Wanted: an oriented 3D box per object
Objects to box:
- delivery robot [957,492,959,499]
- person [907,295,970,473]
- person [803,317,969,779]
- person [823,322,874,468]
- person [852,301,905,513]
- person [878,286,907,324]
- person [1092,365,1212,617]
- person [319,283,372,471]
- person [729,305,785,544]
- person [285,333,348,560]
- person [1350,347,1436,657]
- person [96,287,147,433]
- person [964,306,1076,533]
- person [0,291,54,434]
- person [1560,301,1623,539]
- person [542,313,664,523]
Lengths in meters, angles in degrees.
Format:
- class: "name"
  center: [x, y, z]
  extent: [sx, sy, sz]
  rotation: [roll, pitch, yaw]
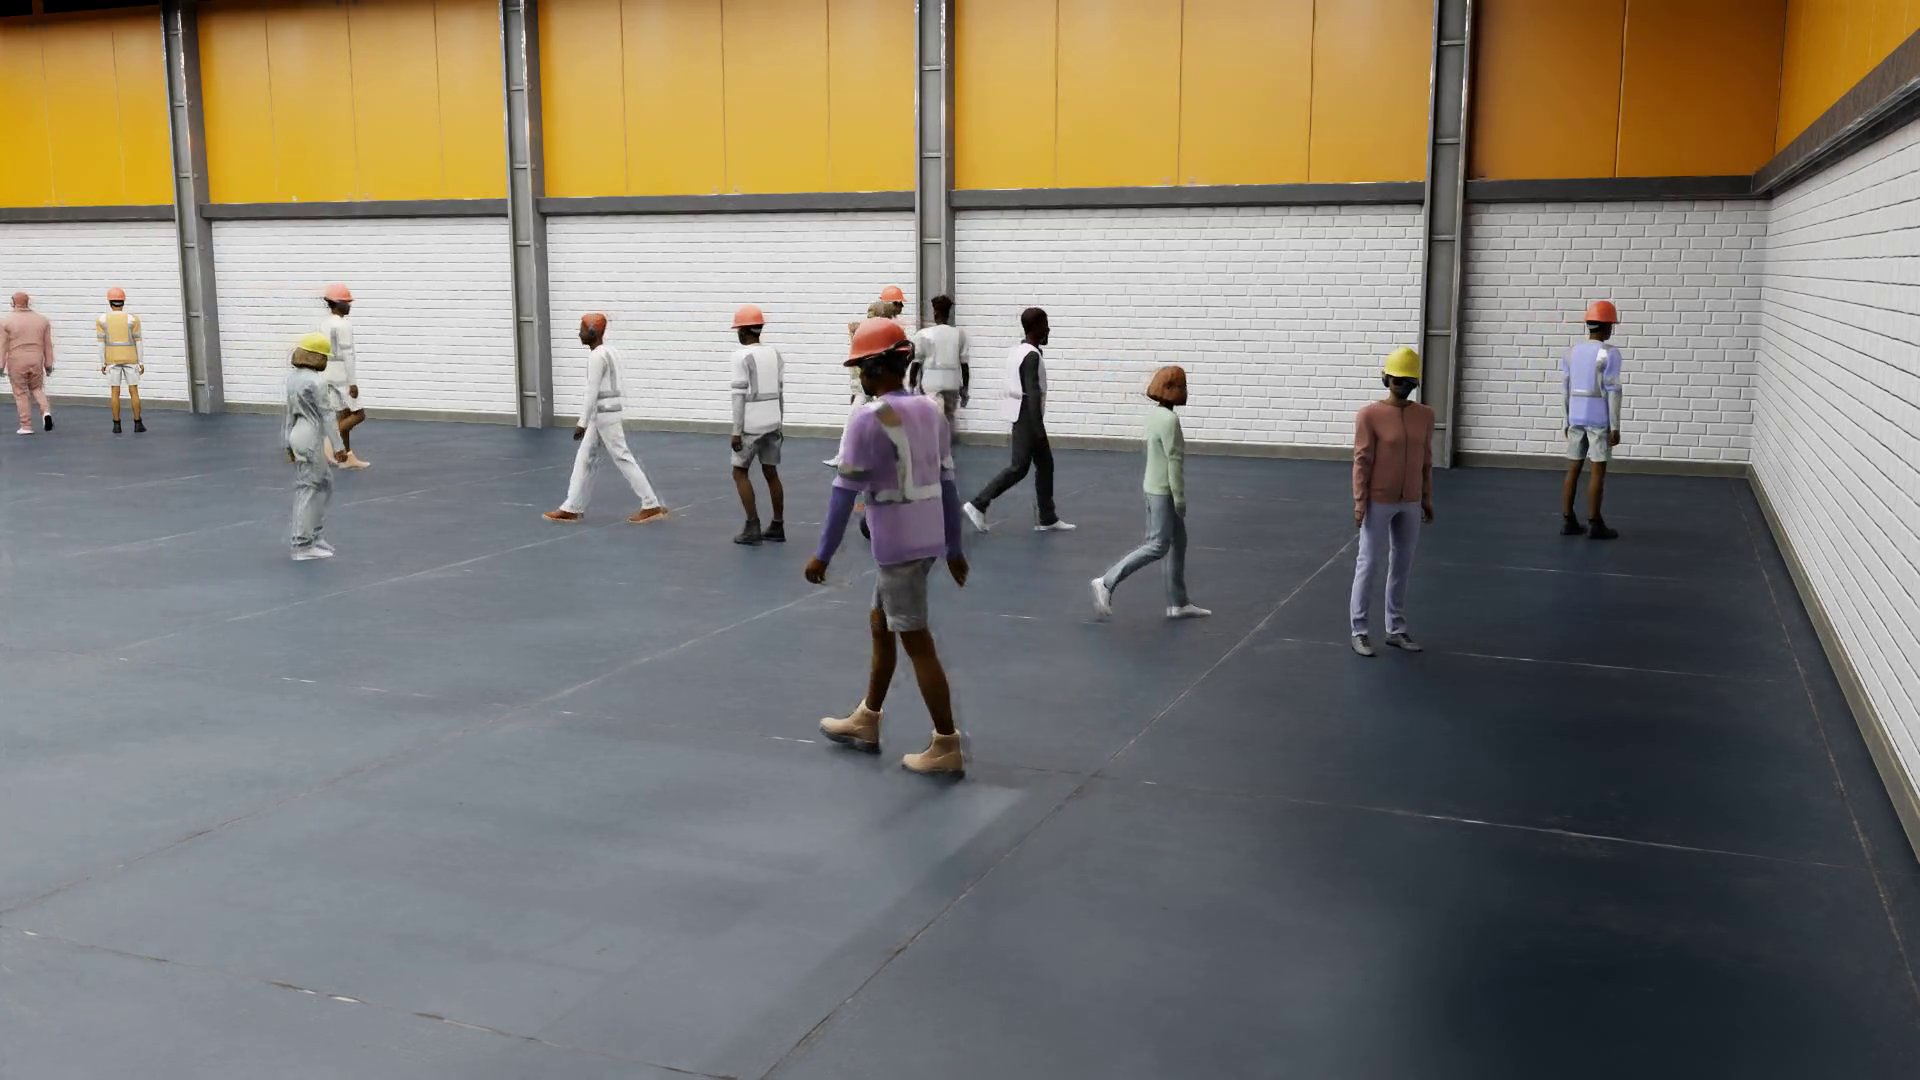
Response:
- class: "delivery robot"
  center: [-0.376, -0.285, 13.278]
  extent: [0.707, 0.478, 0.477]
  rotation: [-4, 10, -23]
- class: "person"
  center: [-0.214, -1.631, 17.645]
  extent: [0.622, 1.913, 1.024]
  rotation: [-4, 10, -25]
- class: "person"
  center: [-0.346, 0.030, 7.319]
  extent: [0.983, 1.987, 0.616]
  rotation: [5, 11, 28]
- class: "person"
  center: [-1.178, -1.571, 18.159]
  extent: [0.779, 1.601, 0.524]
  rotation: [-1, 9, -8]
- class: "person"
  center: [-0.576, -1.186, 14.922]
  extent: [0.755, 1.916, 0.636]
  rotation: [0, 9, 3]
- class: "person"
  center: [-0.775, -1.856, 18.725]
  extent: [0.381, 1.994, 0.617]
  rotation: [-1, 9, -5]
- class: "person"
  center: [1.214, -0.292, 10.402]
  extent: [0.713, 1.610, 0.499]
  rotation: [0, 9, 0]
- class: "person"
  center: [-6.682, -1.736, 17.885]
  extent: [0.551, 2.032, 0.625]
  rotation: [-8, 13, -42]
- class: "person"
  center: [-1.646, -0.920, 13.353]
  extent: [0.484, 1.911, 0.562]
  rotation: [7, 12, 36]
- class: "person"
  center: [-4.884, -0.708, 12.622]
  extent: [0.509, 1.712, 0.487]
  rotation: [-8, 12, -41]
- class: "person"
  center: [2.481, -0.215, 9.483]
  extent: [0.530, 1.765, 0.326]
  rotation: [-3, 10, -20]
- class: "person"
  center: [-11.145, -2.386, 22.118]
  extent: [0.547, 1.936, 0.365]
  rotation: [-4, 10, -21]
- class: "person"
  center: [0.496, -0.990, 13.813]
  extent: [0.886, 1.892, 0.583]
  rotation: [0, 9, 1]
- class: "person"
  center: [-12.307, -2.326, 21.903]
  extent: [0.465, 1.888, 0.648]
  rotation: [7, 11, 35]
- class: "person"
  center: [5.183, -0.978, 13.592]
  extent: [0.378, 1.932, 0.551]
  rotation: [-5, 11, -30]
- class: "person"
  center: [-3.051, -1.033, 14.288]
  extent: [1.036, 1.828, 0.576]
  rotation: [-2, 10, -10]
